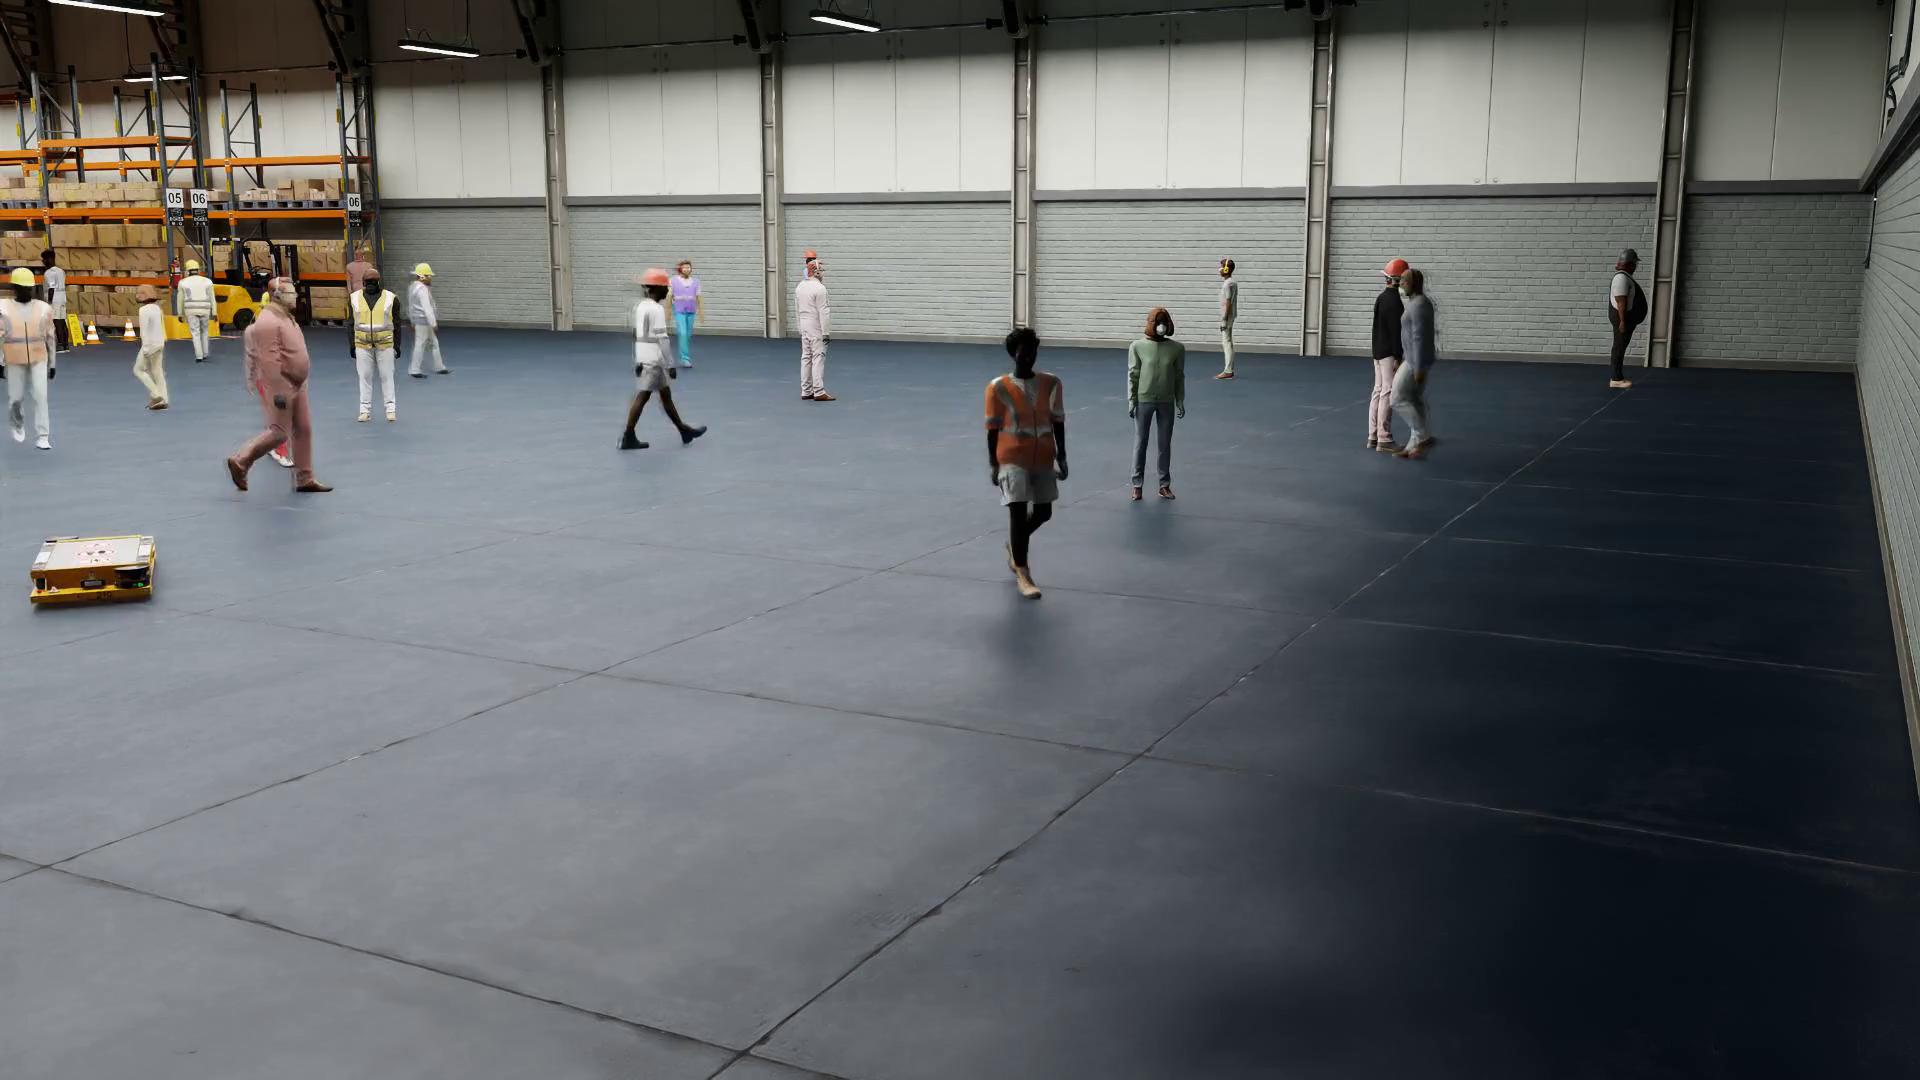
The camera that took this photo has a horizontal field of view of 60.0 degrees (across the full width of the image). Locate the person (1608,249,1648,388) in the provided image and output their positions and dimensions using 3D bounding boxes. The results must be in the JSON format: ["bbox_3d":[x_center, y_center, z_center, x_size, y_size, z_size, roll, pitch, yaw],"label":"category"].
[{"bbox_3d":[9.896,-3.285,24.659,0.539,2.000,0.688,4,11,22],"label":"person"}]

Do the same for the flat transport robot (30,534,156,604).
[{"bbox_3d":[-5.550,0.162,10.688,0.652,0.197,1.431,-5,11,-24],"label":"flat transport robot"}]

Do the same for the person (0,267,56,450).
[{"bbox_3d":[-9.876,-1.924,17.591,0.598,1.907,0.759,-7,13,-35],"label":"person"}]

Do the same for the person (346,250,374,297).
[{"bbox_3d":[-13.791,-5.734,38.376,0.651,1.907,0.408,-2,11,-8],"label":"person"}]

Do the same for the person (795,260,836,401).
[{"bbox_3d":[-1.957,-2.846,22.632,0.406,1.906,0.654,-8,13,-37],"label":"person"}]

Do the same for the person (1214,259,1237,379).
[{"bbox_3d":[4.167,-3.459,26.090,0.336,1.872,0.560,3,11,18],"label":"person"}]

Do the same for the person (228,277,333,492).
[{"bbox_3d":[-5.931,-1.326,14.386,0.739,1.889,0.634,0,10,-1],"label":"person"}]

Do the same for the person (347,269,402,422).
[{"bbox_3d":[-7.069,-2.345,20.094,0.621,1.839,0.429,-2,11,-12],"label":"person"}]

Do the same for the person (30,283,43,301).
[{"bbox_3d":[-24.743,-6.871,44.561,0.403,1.918,0.592,5,12,26],"label":"person"}]

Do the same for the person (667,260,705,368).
[{"bbox_3d":[-4.571,-3.787,27.980,0.603,1.815,0.791,-7,12,-33],"label":"person"}]

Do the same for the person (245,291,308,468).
[{"bbox_3d":[-6.749,-1.605,16.381,0.537,1.721,0.912,-10,14,-42],"label":"person"}]

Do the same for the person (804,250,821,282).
[{"bbox_3d":[-3.110,-5.098,34.823,0.354,1.939,0.544,6,12,28],"label":"person"}]

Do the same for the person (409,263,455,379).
[{"bbox_3d":[-8.281,-3.415,26.032,0.842,1.793,0.611,-6,12,-29],"label":"person"}]

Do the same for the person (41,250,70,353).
[{"bbox_3d":[-17.306,-4.554,31.806,0.368,1.956,0.603,-1,10,-7],"label":"person"}]

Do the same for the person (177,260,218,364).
[{"bbox_3d":[-13.424,-3.997,29.184,0.623,1.799,0.790,-8,13,-38],"label":"person"}]

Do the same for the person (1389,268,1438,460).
[{"bbox_3d":[4.507,-1.741,16.561,0.436,1.919,0.629,4,11,22],"label":"person"}]

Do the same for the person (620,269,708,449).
[{"bbox_3d":[-3.173,-1.909,17.582,1.016,1.877,0.576,-5,12,-26],"label":"person"}]

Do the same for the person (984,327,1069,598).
[{"bbox_3d":[0.388,-0.513,10.517,0.534,1.677,0.706,-4,11,-23],"label":"person"}]

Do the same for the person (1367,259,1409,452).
[{"bbox_3d":[4.499,-1.924,17.360,0.396,1.992,0.623,-1,10,-3],"label":"person"}]

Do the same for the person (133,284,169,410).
[{"bbox_3d":[-10.387,-2.462,21.323,0.374,1.617,0.521,0,10,0],"label":"person"}]

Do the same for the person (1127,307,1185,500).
[{"bbox_3d":[1.671,-1.158,14.163,0.498,1.636,0.281,-1,10,-6],"label":"person"}]
